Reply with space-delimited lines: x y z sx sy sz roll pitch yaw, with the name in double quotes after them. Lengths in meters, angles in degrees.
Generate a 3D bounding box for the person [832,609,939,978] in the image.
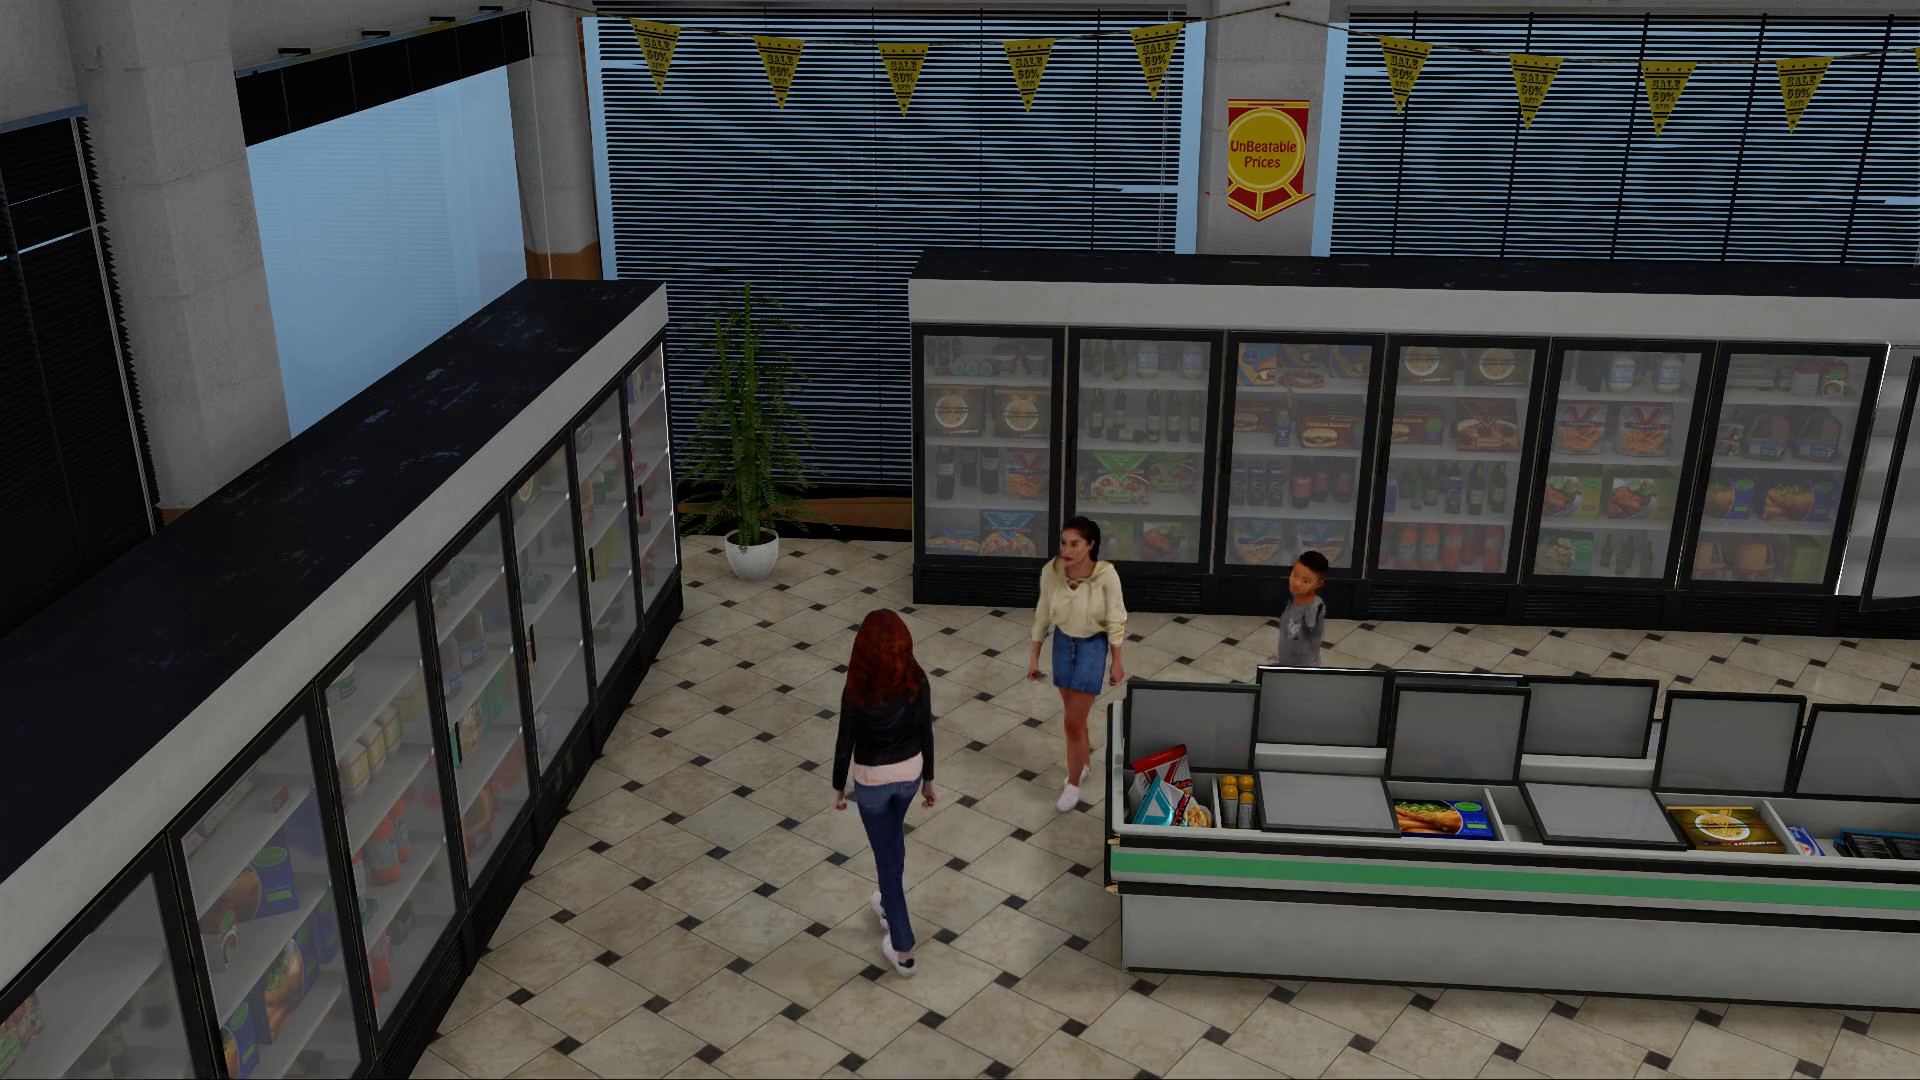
-0.283 1.164 7.405 0.891 1.776 0.900 -10 24 -24 "person"

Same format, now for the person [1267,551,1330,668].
1.833 0.669 9.074 0.610 1.449 0.652 -2 22 -4 "person"

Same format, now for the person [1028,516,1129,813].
0.686 0.611 8.995 0.846 1.616 0.897 13 25 30 "person"
